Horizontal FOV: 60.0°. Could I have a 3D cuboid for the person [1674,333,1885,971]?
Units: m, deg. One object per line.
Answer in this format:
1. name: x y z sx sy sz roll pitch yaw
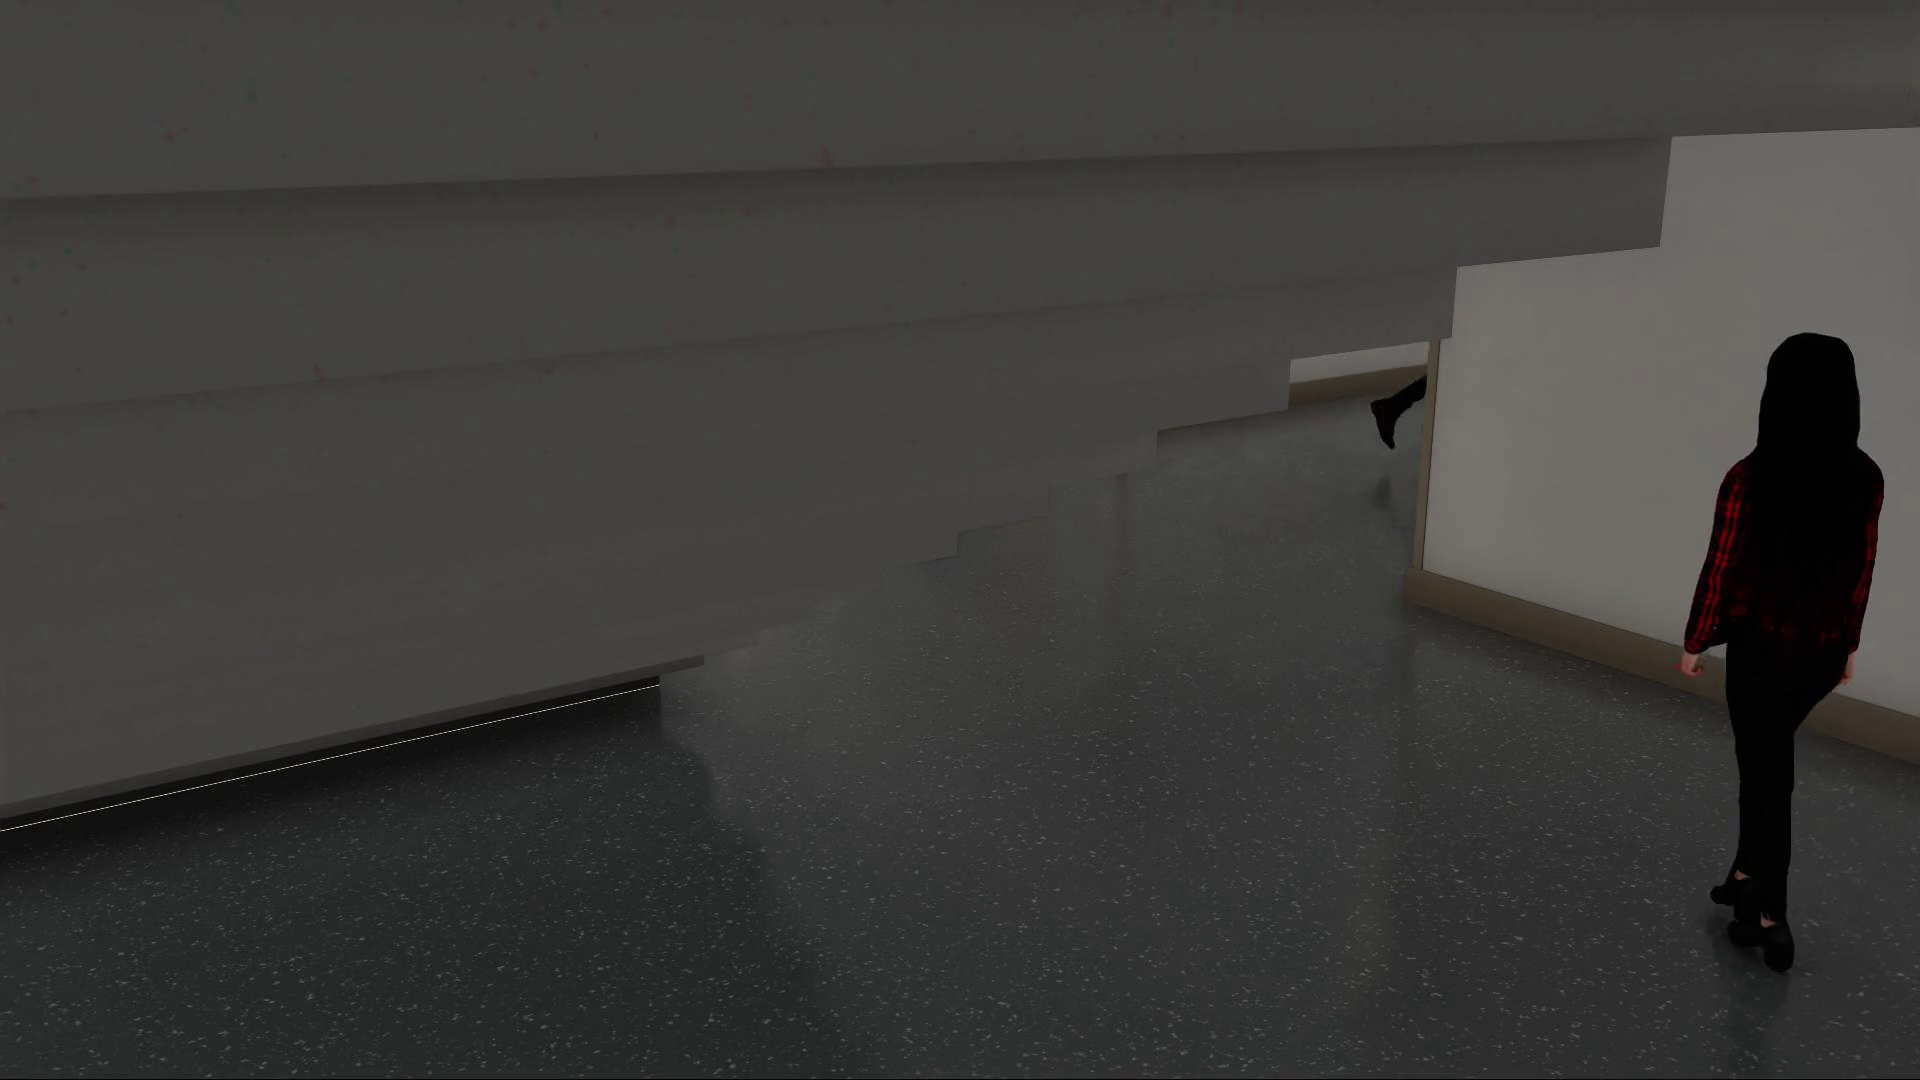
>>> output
1. person: 2.137 0.325 4.190 0.690 1.645 0.718 -4 16 -13
